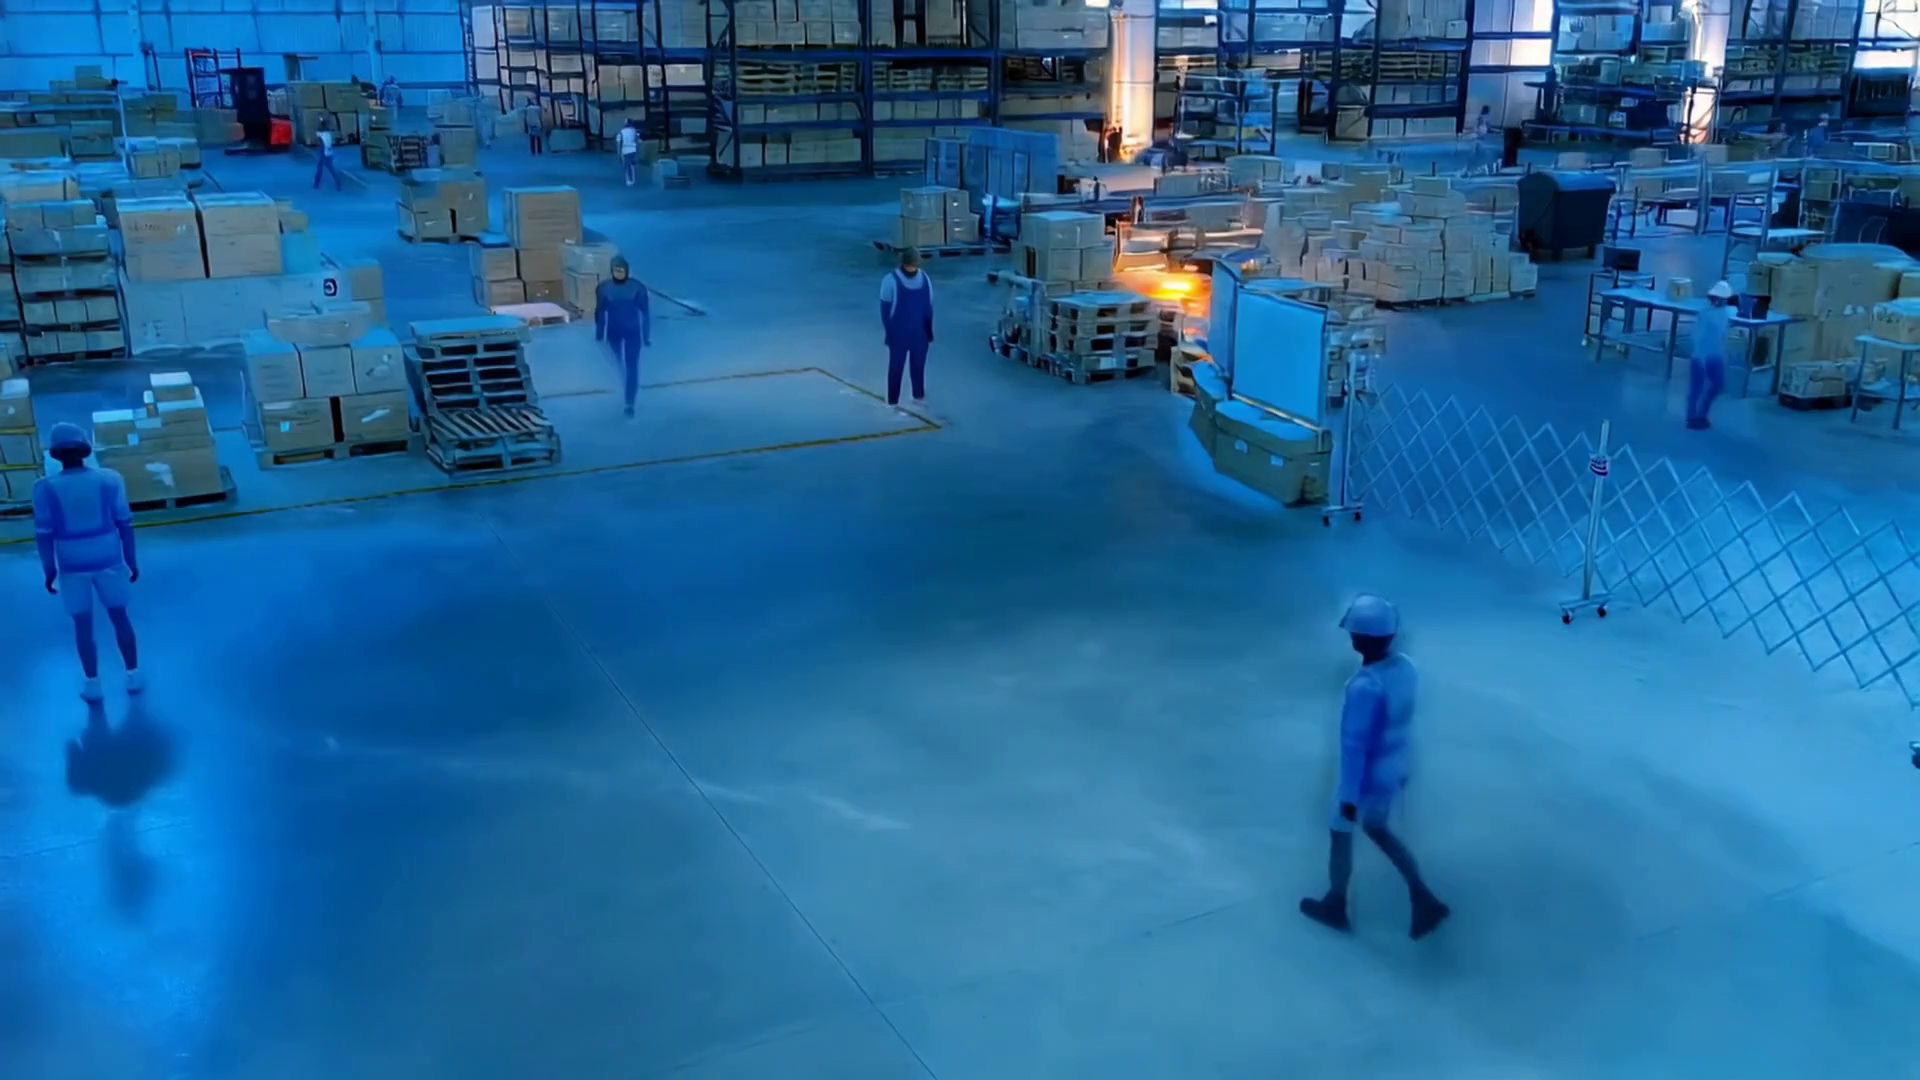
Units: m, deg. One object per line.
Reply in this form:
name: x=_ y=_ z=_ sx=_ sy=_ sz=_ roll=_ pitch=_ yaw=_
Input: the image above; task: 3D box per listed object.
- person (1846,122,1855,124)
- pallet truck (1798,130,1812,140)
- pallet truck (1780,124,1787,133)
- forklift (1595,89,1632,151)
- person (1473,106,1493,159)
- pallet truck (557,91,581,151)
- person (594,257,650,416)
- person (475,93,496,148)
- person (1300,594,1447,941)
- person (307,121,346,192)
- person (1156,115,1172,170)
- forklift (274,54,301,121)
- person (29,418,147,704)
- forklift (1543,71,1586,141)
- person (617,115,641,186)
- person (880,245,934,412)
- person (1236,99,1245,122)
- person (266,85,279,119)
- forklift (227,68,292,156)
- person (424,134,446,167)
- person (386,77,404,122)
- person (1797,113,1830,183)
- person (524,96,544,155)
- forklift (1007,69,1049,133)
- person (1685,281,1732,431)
person: x=37.609 y=-18.417 z=69.860 sx=0.684 sy=1.876 sz=0.710 roll=-2 pitch=18 yaw=-7
pallet truck: x=25.526 y=-11.556 z=49.408 sx=1.630 sy=1.274 sz=0.653 roll=-9 pitch=20 yaw=-26
pallet truck: x=25.206 y=-12.542 z=52.601 sx=1.601 sy=1.201 sz=0.680 roll=0 pitch=18 yaw=-2
forklift: x=21.654 y=-14.441 z=55.857 sx=1.873 sy=2.768 sz=1.129 roll=-9 pitch=20 yaw=-26
person: x=17.030 y=-13.210 z=53.972 sx=0.732 sy=1.669 sz=0.552 roll=-8 pitch=20 yaw=-24
pallet truck: x=-13.495 y=-14.412 z=57.188 sx=0.823 sy=1.965 sz=1.885 roll=-3 pitch=18 yaw=-9
person: x=-4.091 y=-2.474 z=20.167 sx=0.645 sy=1.883 sz=1.050 roll=-1 pitch=18 yaw=-2
person: x=-16.668 y=-14.753 z=58.502 sx=0.643 sy=1.877 sz=0.978 roll=-10 pitch=20 yaw=-28
person: x=2.168 y=1.209 z=8.618 sx=0.553 sy=1.922 sz=0.724 roll=-15 pitch=23 yaw=-38
person: x=-16.961 y=-10.233 z=44.380 sx=1.024 sy=1.868 sz=0.590 roll=2 pitch=18 yaw=5
person: x=6.096 y=-11.884 z=49.812 sx=0.392 sy=1.680 sz=0.534 roll=-8 pitch=19 yaw=-24
forklift: x=-28.190 y=-19.170 z=70.600 sx=1.873 sy=2.768 sz=1.129 roll=-9 pitch=20 yaw=-26
person: x=-6.147 y=0.143 z=11.742 sx=0.614 sy=2.038 sz=0.396 roll=-12 pitch=21 yaw=-32
forklift: x=18.685 y=-13.231 z=52.085 sx=1.873 sy=2.768 sz=1.129 roll=-9 pitch=20 yaw=-26
person: x=-9.127 y=-10.723 z=45.849 sx=0.675 sy=1.895 sz=0.565 roll=-1 pitch=18 yaw=-4
person: x=-0.597 y=-2.574 z=20.214 sx=0.688 sy=2.000 sz=0.536 roll=-9 pitch=20 yaw=-27
person: x=11.280 y=-17.401 z=66.685 sx=0.418 sy=1.906 sz=0.688 roll=-7 pitch=19 yaw=-20
person: x=-25.653 y=-15.885 z=61.824 sx=0.614 sy=1.964 sz=0.750 roll=-2 pitch=18 yaw=-8
forklift: x=-23.426 y=-14.270 z=55.322 sx=1.129 sy=2.768 sz=1.873 roll=6 pitch=19 yaw=18
person: x=-13.367 y=-9.490 z=42.373 sx=0.540 sy=1.678 sz=0.702 roll=-1 pitch=18 yaw=-3
person: x=-24.145 y=-18.841 z=71.168 sx=0.656 sy=1.893 sz=0.985 roll=-14 pitch=23 yaw=-38
person: x=23.997 y=-10.986 z=46.630 sx=0.614 sy=1.925 sz=0.551 roll=-16 pitch=24 yaw=-42
person: x=-14.211 y=-13.821 z=55.482 sx=0.619 sy=1.920 sz=0.994 roll=-2 pitch=18 yaw=-5
forklift: x=1.870 y=-13.749 z=53.697 sx=1.873 sy=2.768 sz=1.129 roll=-9 pitch=20 yaw=-26
person: x=8.684 y=-2.127 z=19.290 sx=0.538 sy=1.756 sz=0.393 roll=-5 pitch=18 yaw=-15
